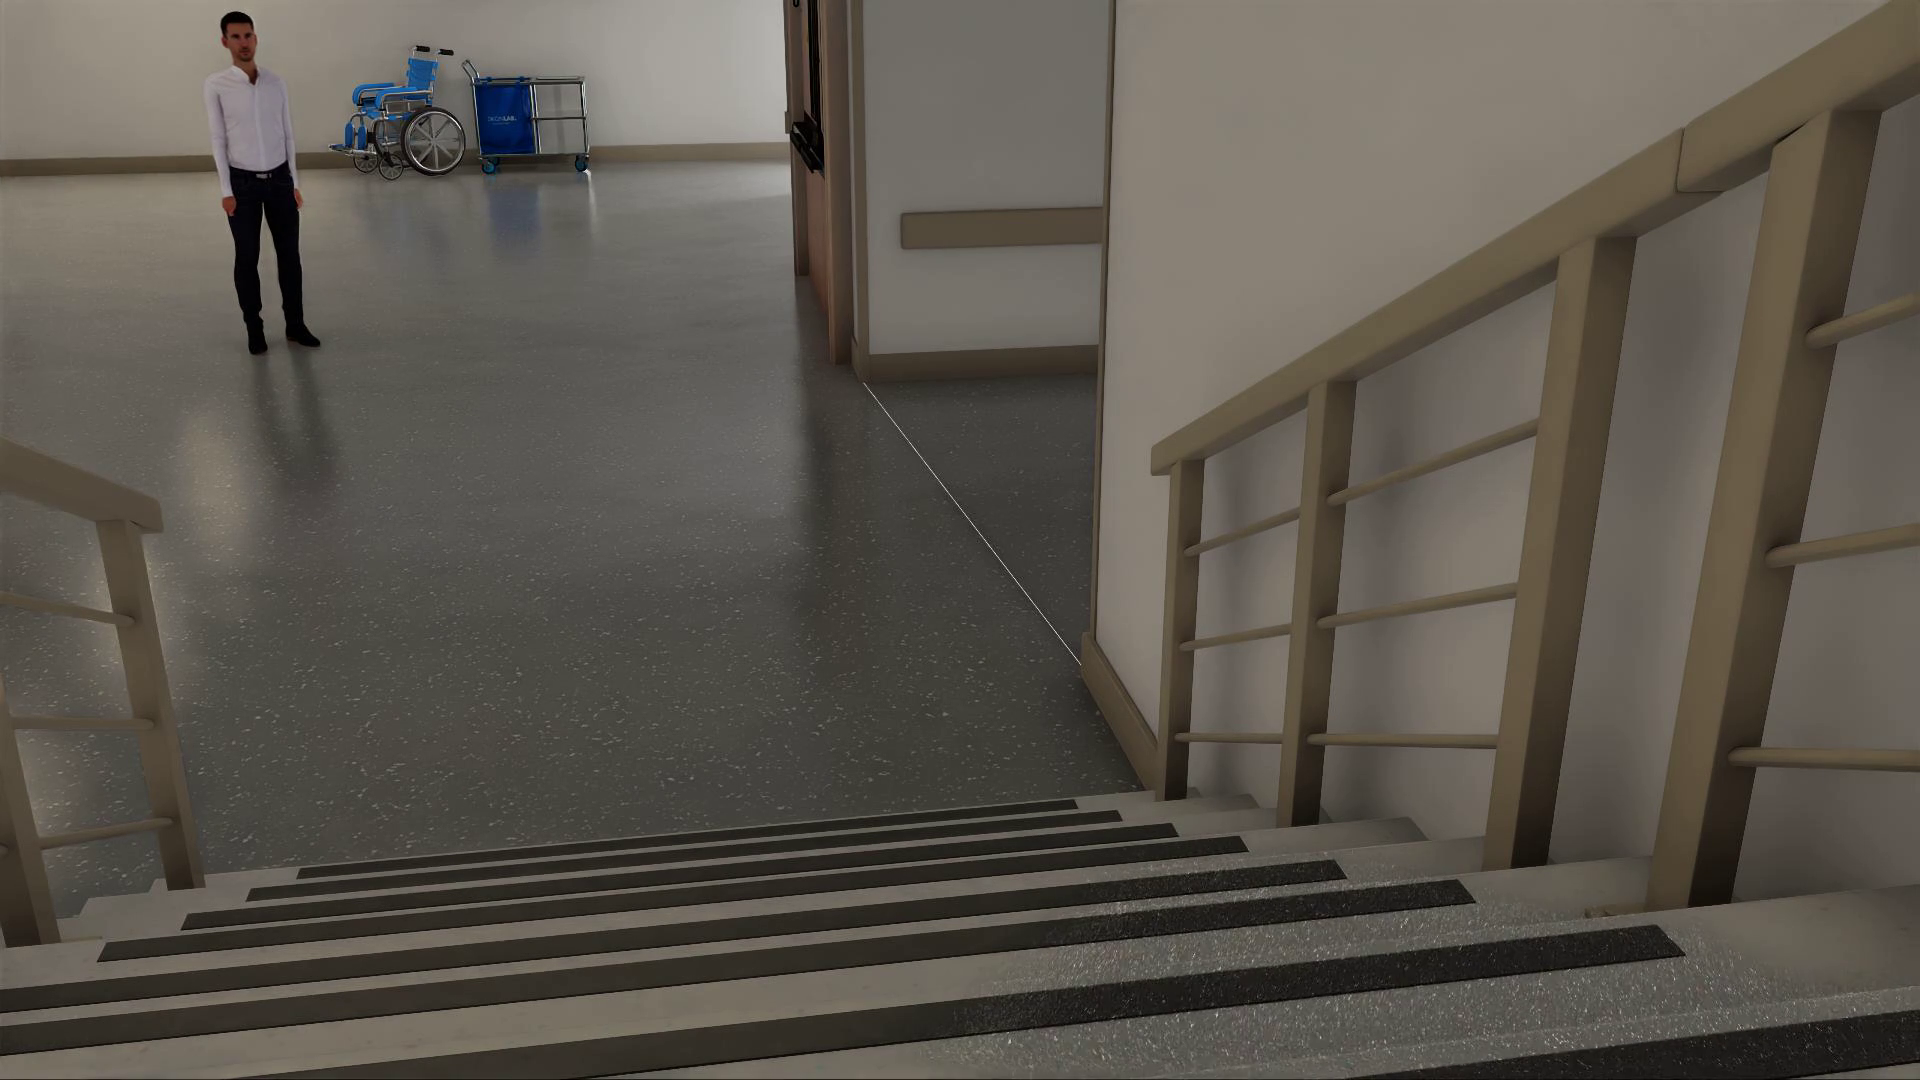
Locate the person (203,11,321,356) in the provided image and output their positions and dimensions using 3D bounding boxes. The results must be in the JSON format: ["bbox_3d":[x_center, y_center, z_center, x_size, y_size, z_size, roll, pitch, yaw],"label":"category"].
[{"bbox_3d":[-3.976,-2.028,9.426,0.717,1.868,0.740,-16,26,-36],"label":"person"}]
